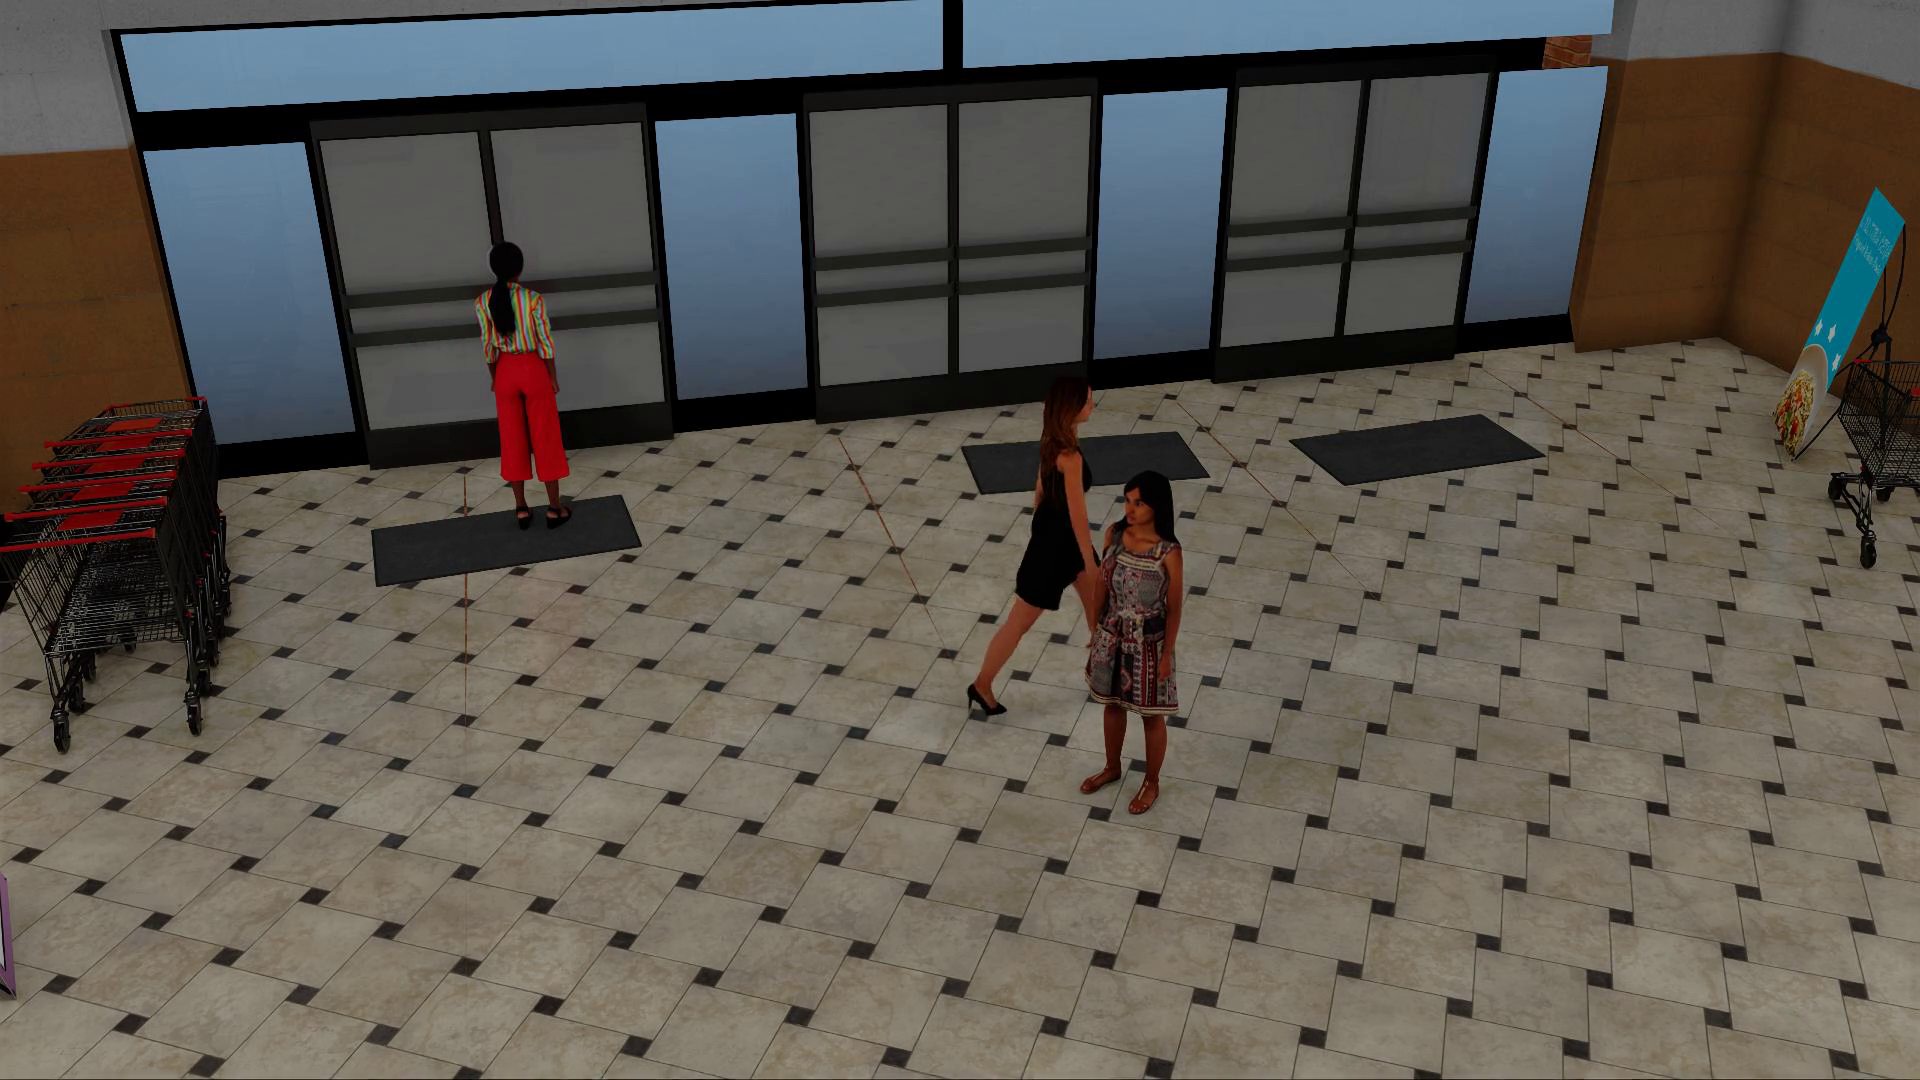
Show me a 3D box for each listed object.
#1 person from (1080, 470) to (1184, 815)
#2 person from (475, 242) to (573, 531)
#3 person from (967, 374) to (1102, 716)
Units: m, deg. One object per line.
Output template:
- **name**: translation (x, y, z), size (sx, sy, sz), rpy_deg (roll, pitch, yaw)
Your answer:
- **person**: translation (0.791, 0.442, 7.416), size (0.679, 1.645, 0.783), rpy_deg (20, 33, 34)
- **person**: translation (-2.600, -0.905, 9.909), size (0.647, 1.793, 0.616), rpy_deg (0, 27, 1)
- **person**: translation (0.372, 0.120, 7.918), size (0.703, 1.767, 1.134), rpy_deg (-5, 27, -9)
